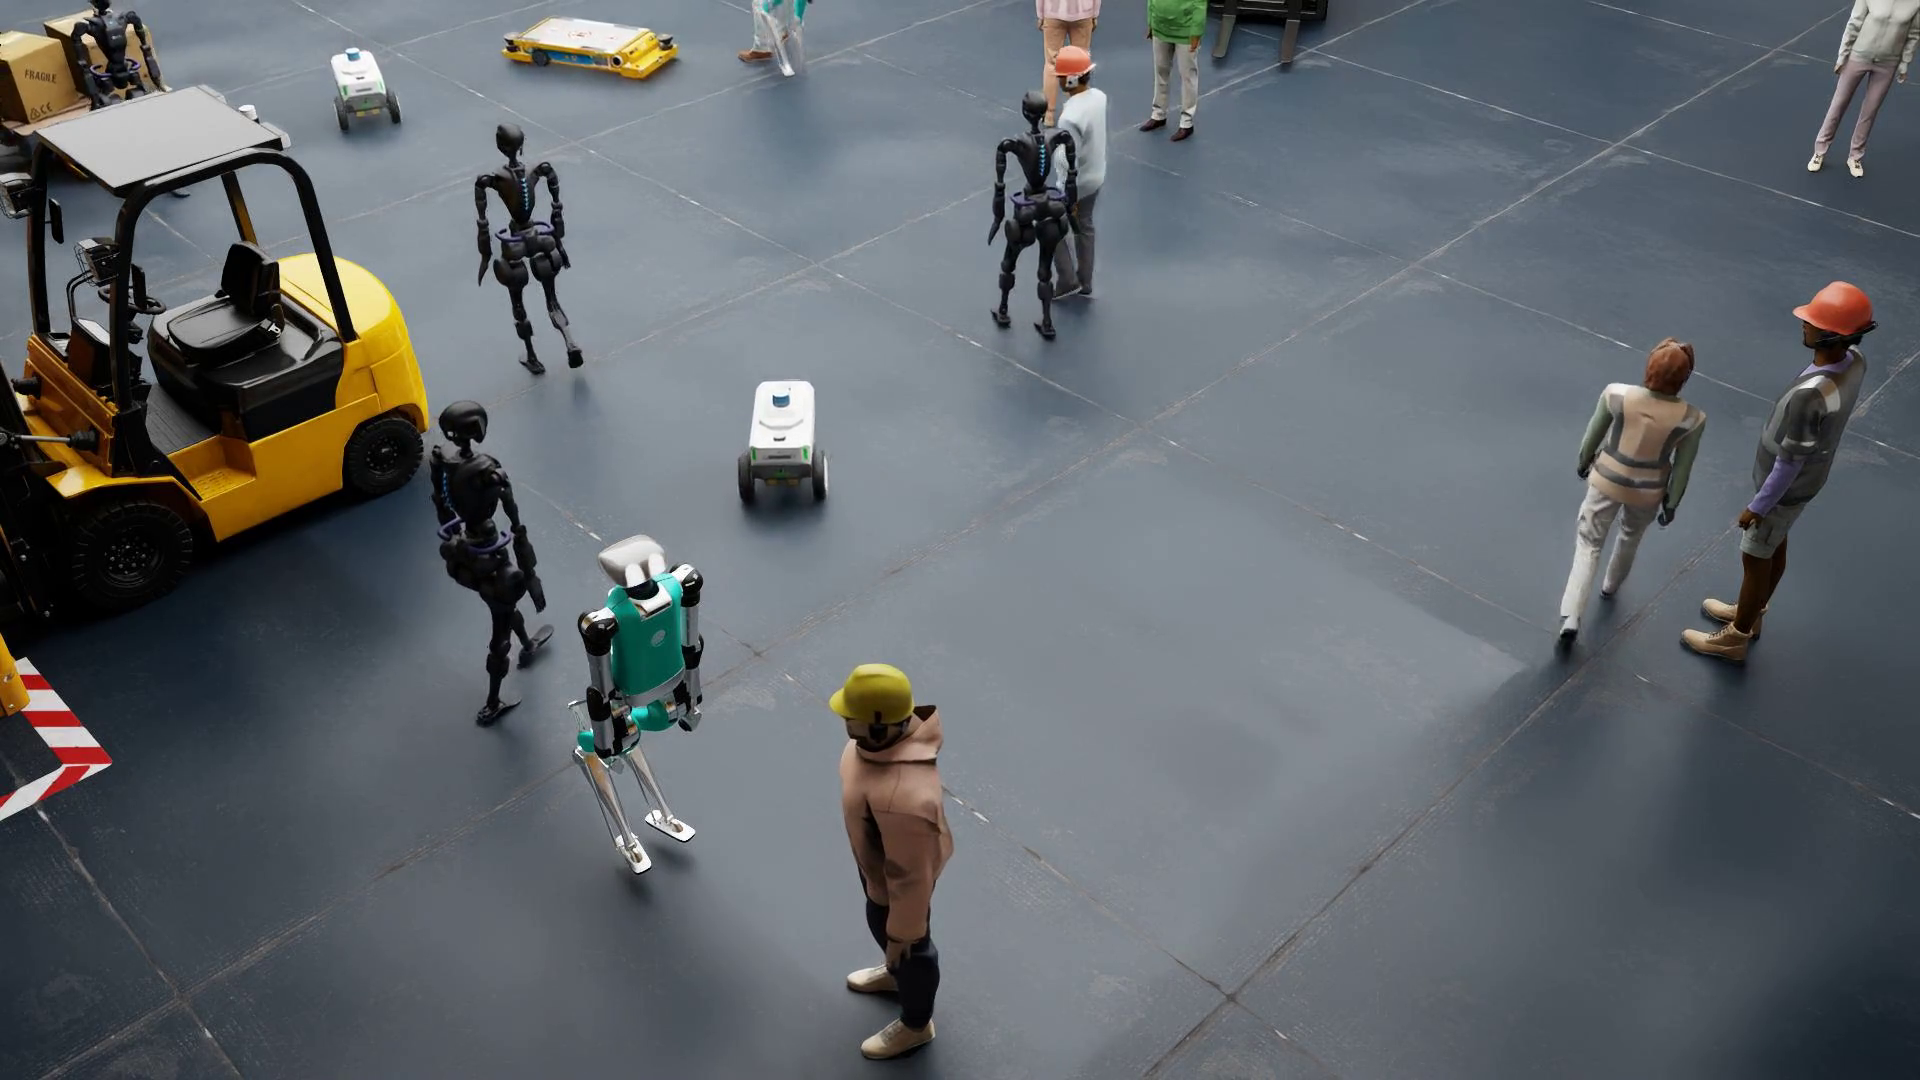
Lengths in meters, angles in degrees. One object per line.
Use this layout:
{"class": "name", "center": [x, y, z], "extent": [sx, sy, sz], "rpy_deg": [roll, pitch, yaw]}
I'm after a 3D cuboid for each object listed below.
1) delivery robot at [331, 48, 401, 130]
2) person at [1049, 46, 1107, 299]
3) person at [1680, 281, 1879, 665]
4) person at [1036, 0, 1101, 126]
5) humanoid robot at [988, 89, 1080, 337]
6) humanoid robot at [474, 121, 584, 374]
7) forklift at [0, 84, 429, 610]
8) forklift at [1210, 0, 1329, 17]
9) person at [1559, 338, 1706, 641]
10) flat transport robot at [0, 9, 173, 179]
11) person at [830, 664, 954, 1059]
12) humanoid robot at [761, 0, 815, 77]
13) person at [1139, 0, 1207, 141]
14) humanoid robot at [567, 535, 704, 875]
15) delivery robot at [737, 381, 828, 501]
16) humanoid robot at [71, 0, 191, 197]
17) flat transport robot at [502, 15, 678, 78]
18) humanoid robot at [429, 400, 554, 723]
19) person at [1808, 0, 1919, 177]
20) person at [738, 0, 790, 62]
{"class": "delivery robot", "center": [-4.984, -3.781, 13.813], "extent": [0.499, 0.587, 0.772], "rpy_deg": [-15, 39, -19]}
{"class": "person", "center": [0.741, -2.407, 10.993], "extent": [0.421, 1.732, 0.572], "rpy_deg": [20, 41, 25]}
{"class": "person", "center": [3.907, -0.296, 7.914], "extent": [0.367, 2.044, 0.607], "rpy_deg": [27, 44, 31]}
{"class": "person", "center": [0.867, -4.191, 13.342], "extent": [0.523, 1.783, 0.401], "rpy_deg": [-1, 37, -1]}
{"class": "humanoid robot", "center": [0.469, -2.104, 10.643], "extent": [0.610, 1.639, 0.504], "rpy_deg": [-11, 38, -15]}
{"class": "humanoid robot", "center": [-2.636, -1.730, 10.143], "extent": [0.584, 1.649, 0.542], "rpy_deg": [-24, 43, -28]}
{"class": "forklift", "center": [-4.145, -1.093, 8.856], "extent": [2.313, 2.155, 1.214], "rpy_deg": [-31, 47, -34]}
{"class": "forklift", "center": [3.106, -6.400, 15.960], "extent": [1.214, 2.155, 2.313], "rpy_deg": [8, 37, 10]}
{"class": "person", "center": [3.290, -0.245, 8.201], "extent": [0.517, 1.599, 0.805], "rpy_deg": [14, 39, 18]}
{"class": "flat transport robot", "center": [-7.067, -3.265, 13.367], "extent": [1.431, 0.231, 0.659], "rpy_deg": [27, 45, 32]}
{"class": "person", "center": [-0.228, 1.175, 6.089], "extent": [0.420, 1.868, 0.807], "rpy_deg": [-5, 37, -7]}
{"class": "humanoid robot", "center": [-1.502, -4.715, 14.137], "extent": [0.541, 1.827, 0.789], "rpy_deg": [-14, 39, -18]}
{"class": "person", "center": [1.707, -4.071, 13.188], "extent": [0.540, 1.779, 0.384], "rpy_deg": [26, 44, 31]}
{"class": "humanoid robot", "center": [-1.392, 0.612, 6.839], "extent": [0.533, 1.677, 0.735], "rpy_deg": [-31, 47, -34]}
{"class": "delivery robot", "center": [-1.012, -0.579, 9.549], "extent": [0.499, 0.614, 0.817], "rpy_deg": [-1, 37, -1]}
{"class": "humanoid robot", "center": [-6.252, -3.385, 12.400], "extent": [0.795, 1.634, 0.601], "rpy_deg": [28, 45, 32]}
{"class": "flat transport robot", "center": [-3.323, -4.427, 14.922], "extent": [1.431, 0.231, 0.659], "rpy_deg": [13, 39, 16]}
{"class": "humanoid robot", "center": [-2.160, 0.049, 7.766], "extent": [0.613, 1.634, 0.679], "rpy_deg": [21, 42, 26]}
{"class": "person", "center": [6.917, -3.620, 12.591], "extent": [0.523, 1.769, 0.314], "rpy_deg": [11, 38, 15]}
{"class": "person", "center": [-1.730, -5.234, 14.646], "extent": [0.692, 1.894, 0.679], "rpy_deg": [-12, 38, -16]}
